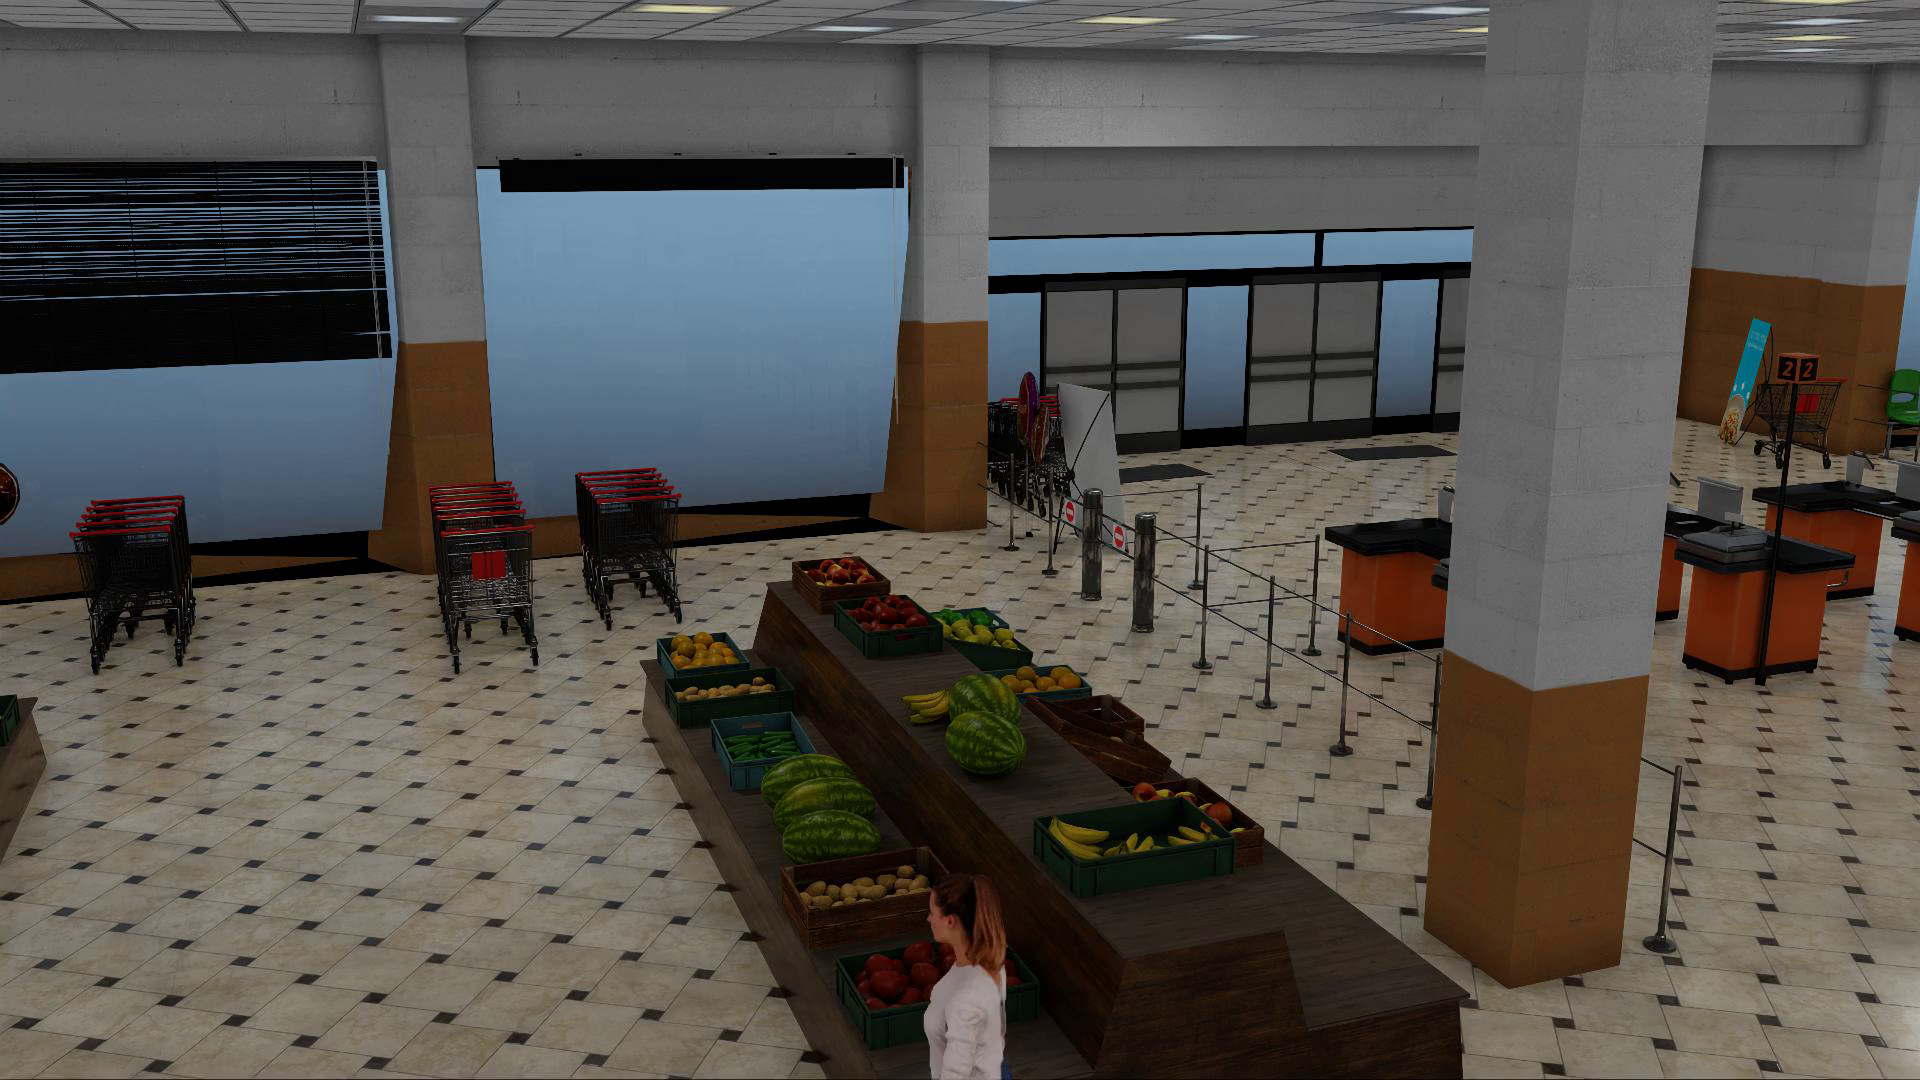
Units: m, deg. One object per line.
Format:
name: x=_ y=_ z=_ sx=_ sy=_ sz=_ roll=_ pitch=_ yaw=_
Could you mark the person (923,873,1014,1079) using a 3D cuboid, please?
person: x=0.123 y=1.957 z=5.694 sx=0.902 sy=1.712 sz=0.782 roll=1 pitch=14 yaw=4
